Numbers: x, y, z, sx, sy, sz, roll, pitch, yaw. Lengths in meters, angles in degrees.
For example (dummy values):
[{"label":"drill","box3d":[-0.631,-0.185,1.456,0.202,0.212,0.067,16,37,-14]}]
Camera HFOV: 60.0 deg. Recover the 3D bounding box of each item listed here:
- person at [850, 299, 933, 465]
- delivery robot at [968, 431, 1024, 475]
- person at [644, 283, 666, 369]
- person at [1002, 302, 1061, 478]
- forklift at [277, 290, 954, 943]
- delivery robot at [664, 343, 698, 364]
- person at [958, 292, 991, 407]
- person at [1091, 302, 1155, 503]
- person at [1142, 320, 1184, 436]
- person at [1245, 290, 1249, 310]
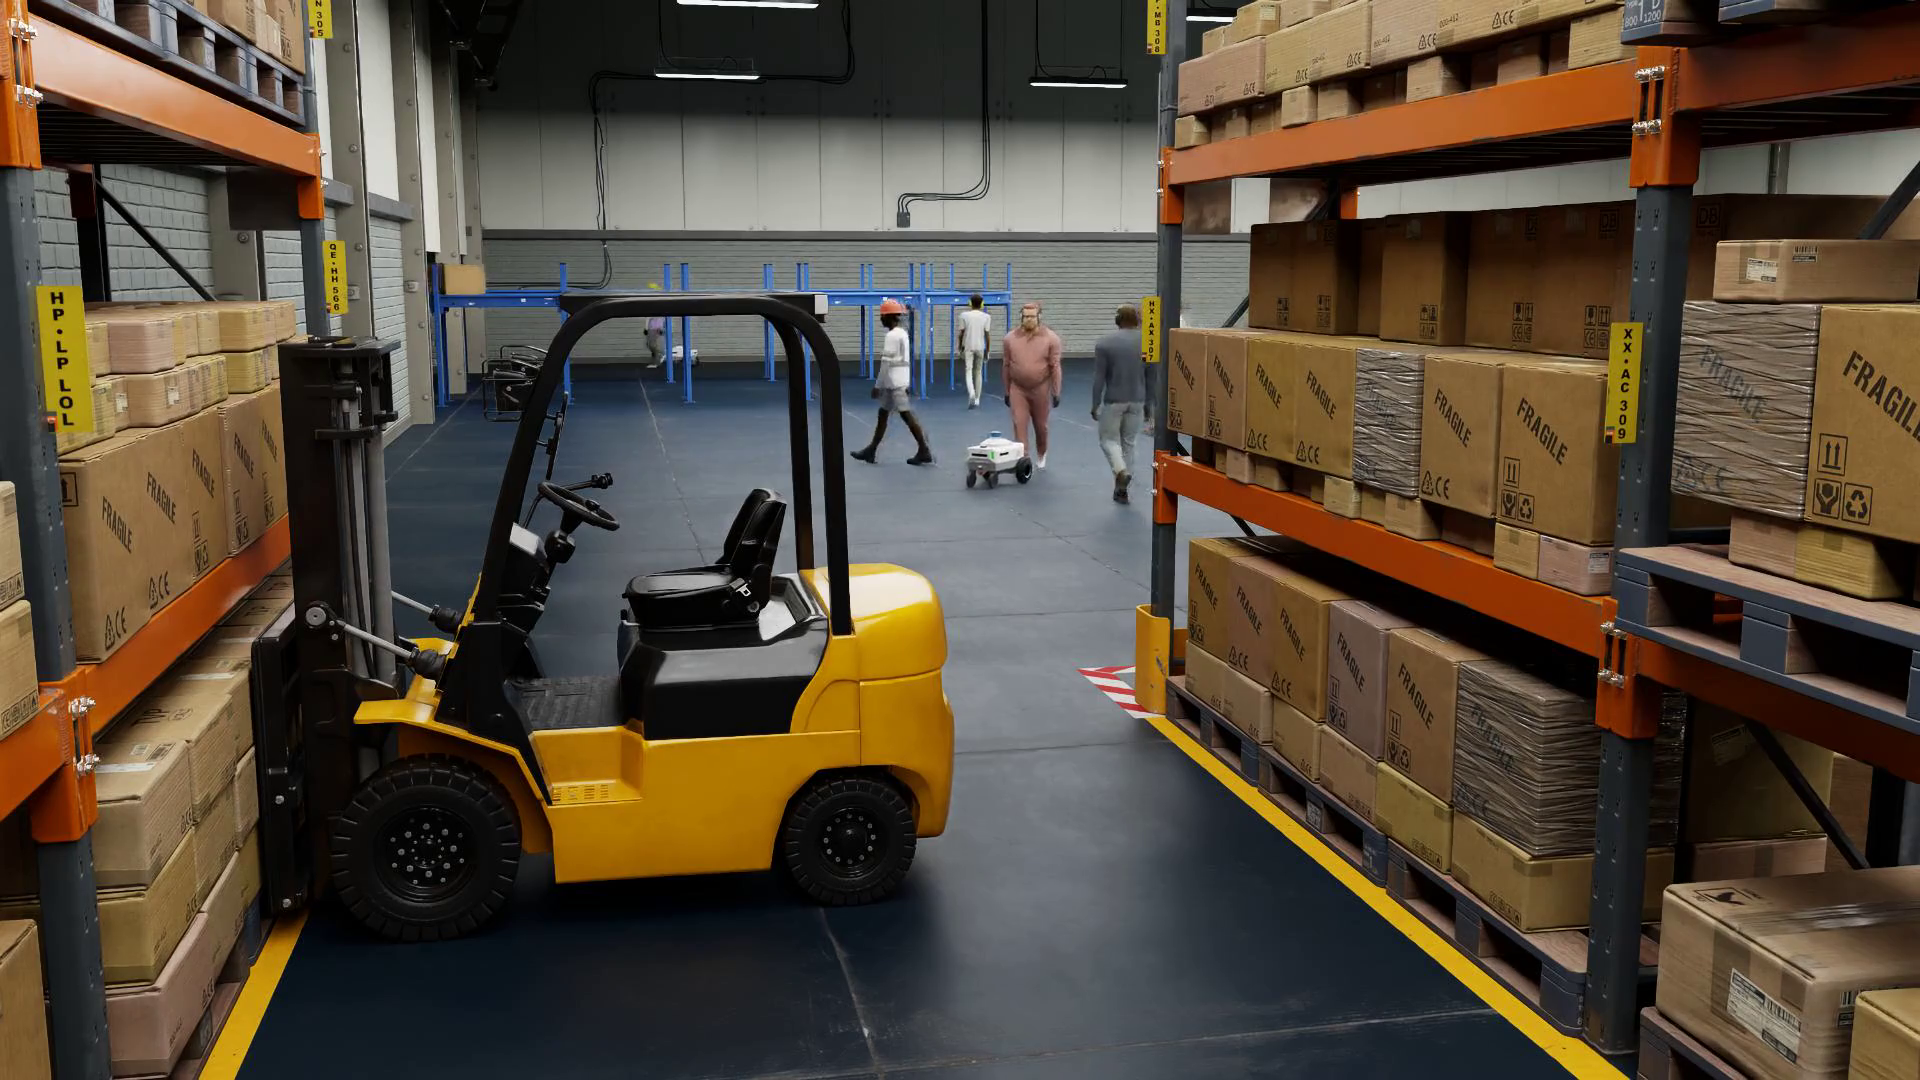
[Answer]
[{"label":"person","box3d":[-0.760,-1.798,19.021,0.997,1.888,0.551,1,9,7]},{"label":"delivery robot","box3d":[0.375,-0.891,17.337,0.477,0.478,0.707,6,11,30]},{"label":"person","box3d":[-6.763,-4.746,36.884,0.529,1.904,0.601,4,10,24]},{"label":"person","box3d":[0.785,-1.650,18.122,0.651,1.880,0.838,2,9,10]},{"label":"forklift","box3d":[-1.179,0.175,6.143,2.313,2.155,1.214,-2,10,-12]},{"label":"delivery robot","box3d":[-6.294,-4.198,37.488,0.707,0.478,0.477,2,9,12]},{"label":"person","box3d":[0.237,-3.081,26.923,0.517,1.846,0.844,-1,9,-6]},{"label":"person","box3d":[1.586,-1.292,15.812,0.653,1.917,0.575,-2,10,-14]},{"label":"person","box3d":[2.915,-2.364,22.411,0.927,1.901,0.648,-3,10,-17]},{"label":"person","box3d":[4.708,-3.069,26.740,1.002,1.874,0.551,-1,9,-5]}]
